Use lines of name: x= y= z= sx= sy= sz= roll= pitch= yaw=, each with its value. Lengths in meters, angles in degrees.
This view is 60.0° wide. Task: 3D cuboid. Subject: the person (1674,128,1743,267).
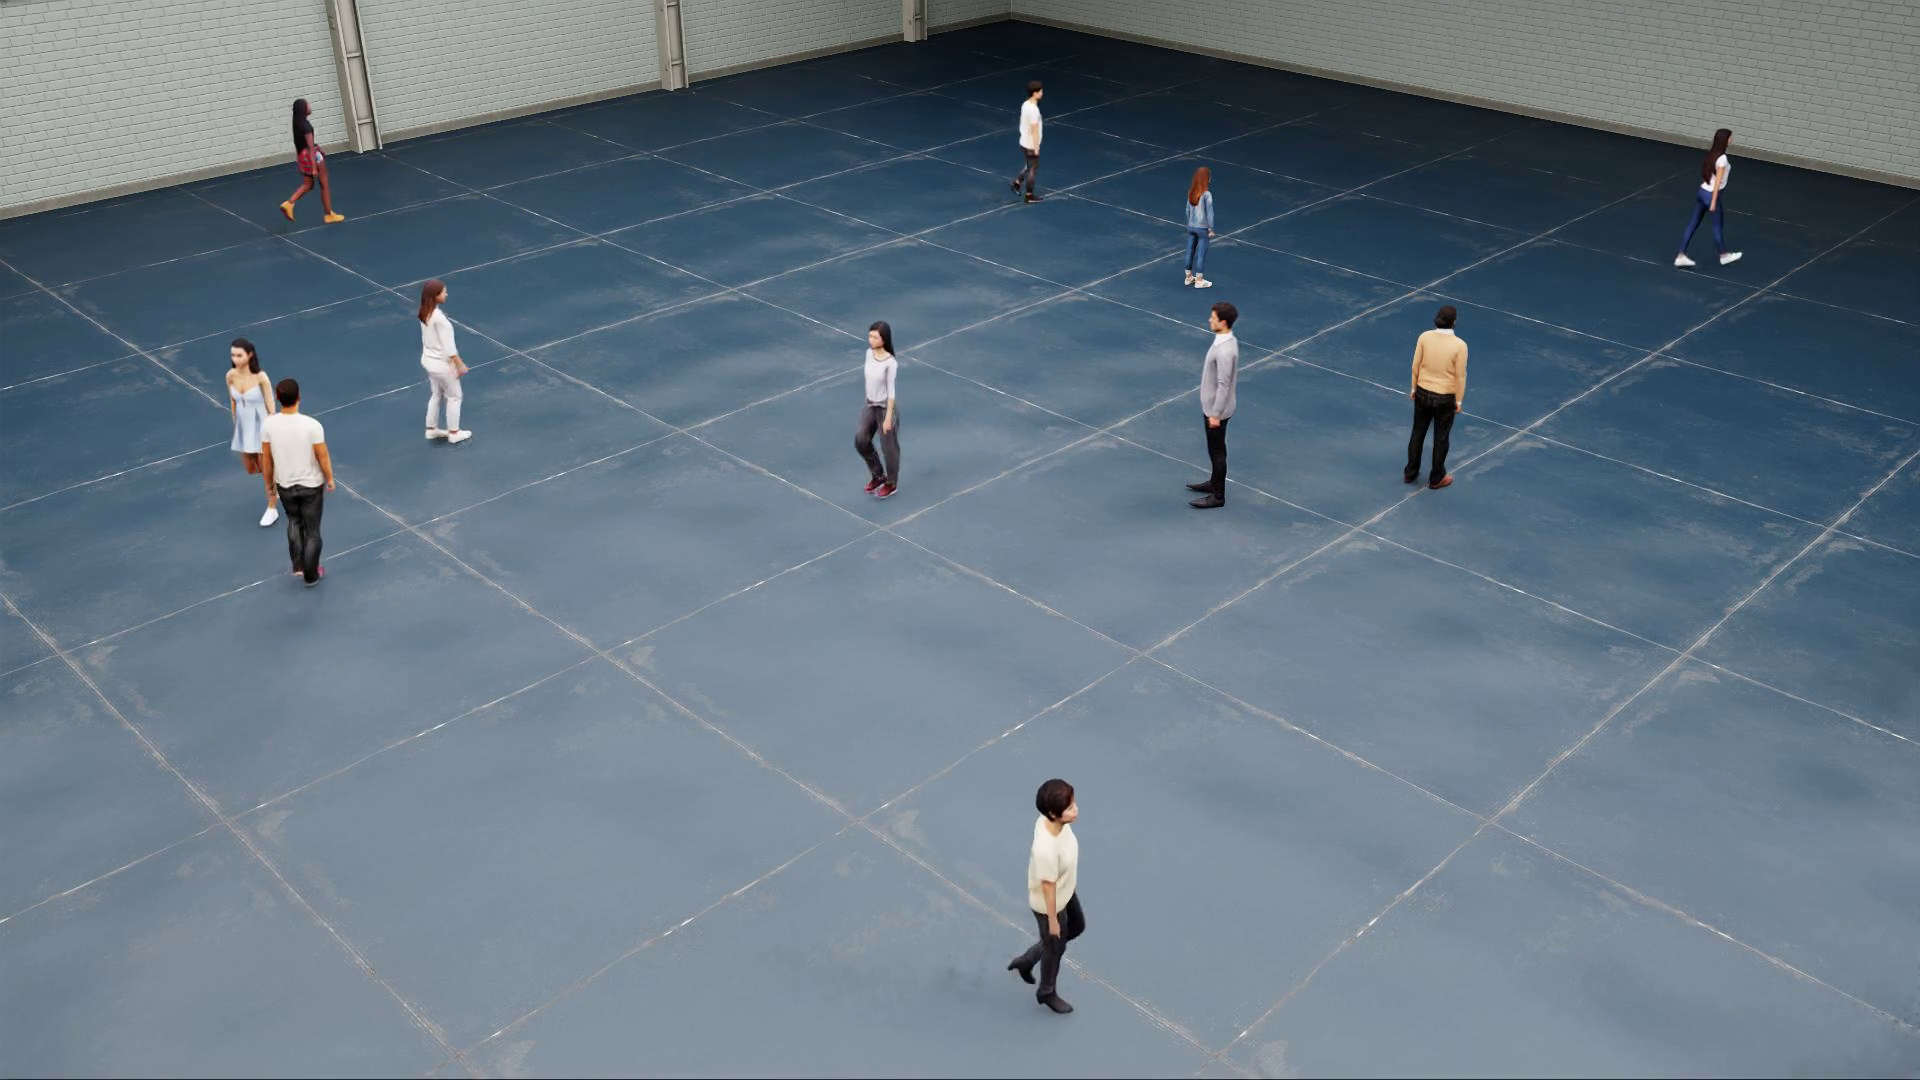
person: x=9.292 y=-4.254 z=20.832 sx=1.108 sy=1.746 sz=1.018 roll=-2 pitch=28 yaw=-3

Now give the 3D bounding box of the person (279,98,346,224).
person: x=-8.820 y=-5.041 z=22.359 sx=1.023 sy=1.699 sz=0.606 roll=-23 pitch=36 yaw=-37

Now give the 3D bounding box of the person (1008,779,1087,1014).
person: x=0.458 y=1.989 z=9.292 sx=0.805 sy=1.575 sz=0.742 roll=6 pitch=29 yaw=11

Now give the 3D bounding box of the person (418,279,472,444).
person: x=-5.057 y=-1.684 z=16.089 sx=0.635 sy=1.668 sz=0.597 roll=21 pitch=35 yaw=35

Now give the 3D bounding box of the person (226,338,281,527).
person: x=-6.189 y=-0.999 z=14.749 sx=0.855 sy=1.719 sz=0.940 roll=3 pitch=28 yaw=6

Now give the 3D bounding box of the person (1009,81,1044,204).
person: x=0.920 y=-5.591 z=23.378 sx=0.876 sy=1.712 sz=0.818 roll=-6 pitch=29 yaw=-12

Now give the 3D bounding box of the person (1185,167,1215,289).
person: x=2.914 y=-3.820 z=20.302 sx=0.532 sy=1.478 sz=0.577 roll=-21 pitch=34 yaw=-34

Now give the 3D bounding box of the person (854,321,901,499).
person: x=-0.634 y=-1.200 z=15.120 sx=0.612 sy=1.724 sz=0.641 roll=-23 pitch=35 yaw=-36

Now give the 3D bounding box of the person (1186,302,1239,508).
person: x=2.326 y=-1.220 z=14.948 sx=0.892 sy=1.922 sz=0.800 roll=3 pitch=28 yaw=5

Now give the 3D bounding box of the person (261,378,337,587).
person: x=-5.426 y=-0.416 z=13.583 sx=0.791 sy=1.785 sz=0.860 roll=-2 pitch=28 yaw=-3

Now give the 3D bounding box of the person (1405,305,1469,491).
person: x=4.387 y=-1.326 z=15.327 sx=0.680 sy=1.753 sz=0.593 roll=21 pitch=34 yaw=34
